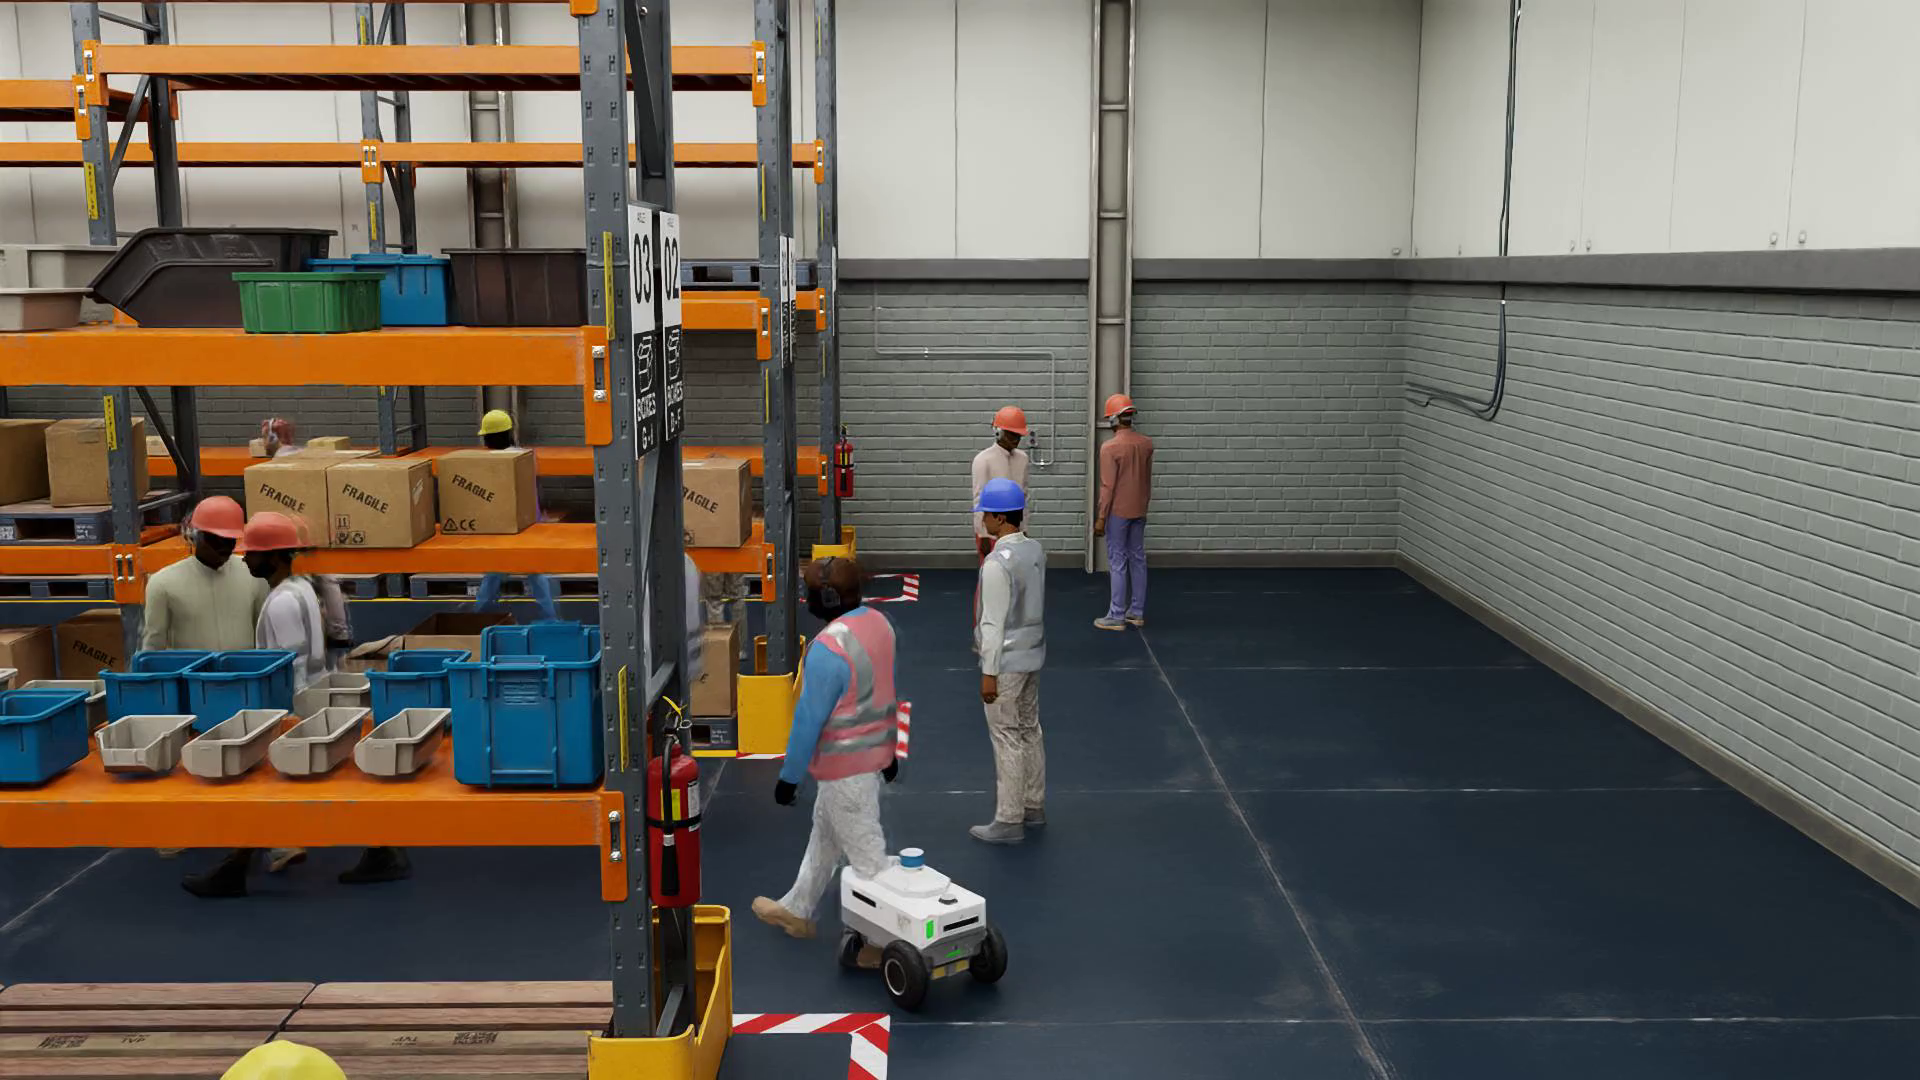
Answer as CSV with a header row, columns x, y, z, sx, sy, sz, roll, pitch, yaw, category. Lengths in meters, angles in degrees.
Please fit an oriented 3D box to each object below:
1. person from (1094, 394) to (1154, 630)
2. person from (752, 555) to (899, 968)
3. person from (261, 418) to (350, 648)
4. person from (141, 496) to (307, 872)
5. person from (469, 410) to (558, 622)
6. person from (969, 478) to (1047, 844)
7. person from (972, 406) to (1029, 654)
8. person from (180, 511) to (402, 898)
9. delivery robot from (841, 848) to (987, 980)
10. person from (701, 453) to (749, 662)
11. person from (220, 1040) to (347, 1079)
x,y,z,sx,sy,sz,roll,pitch,yaw,category
1.364,-0.234,14.027,0.611,1.985,0.393,-9,13,-43,person
-0.611,0.957,7.267,0.896,1.799,0.635,3,10,17,person
-5.349,-0.040,13.252,0.940,1.847,0.646,1,9,5,person
-3.756,0.722,8.371,0.697,1.909,1.088,-8,12,-39,person
-3.809,-0.135,13.751,0.976,1.867,0.627,0,9,-2,person
0.258,0.631,8.866,0.410,1.938,0.606,4,10,25,person
0.346,-0.067,13.052,0.437,1.975,0.601,8,13,42,person
-3.240,0.792,8.042,1.019,1.887,0.561,-2,9,-12,person
-0.205,1.561,7.110,0.477,0.478,0.707,-7,12,-36,delivery robot
-1.826,0.150,12.733,0.522,1.638,0.310,-9,13,-43,person
-1.058,1.685,2.727,0.403,1.833,0.591,8,12,39,person
